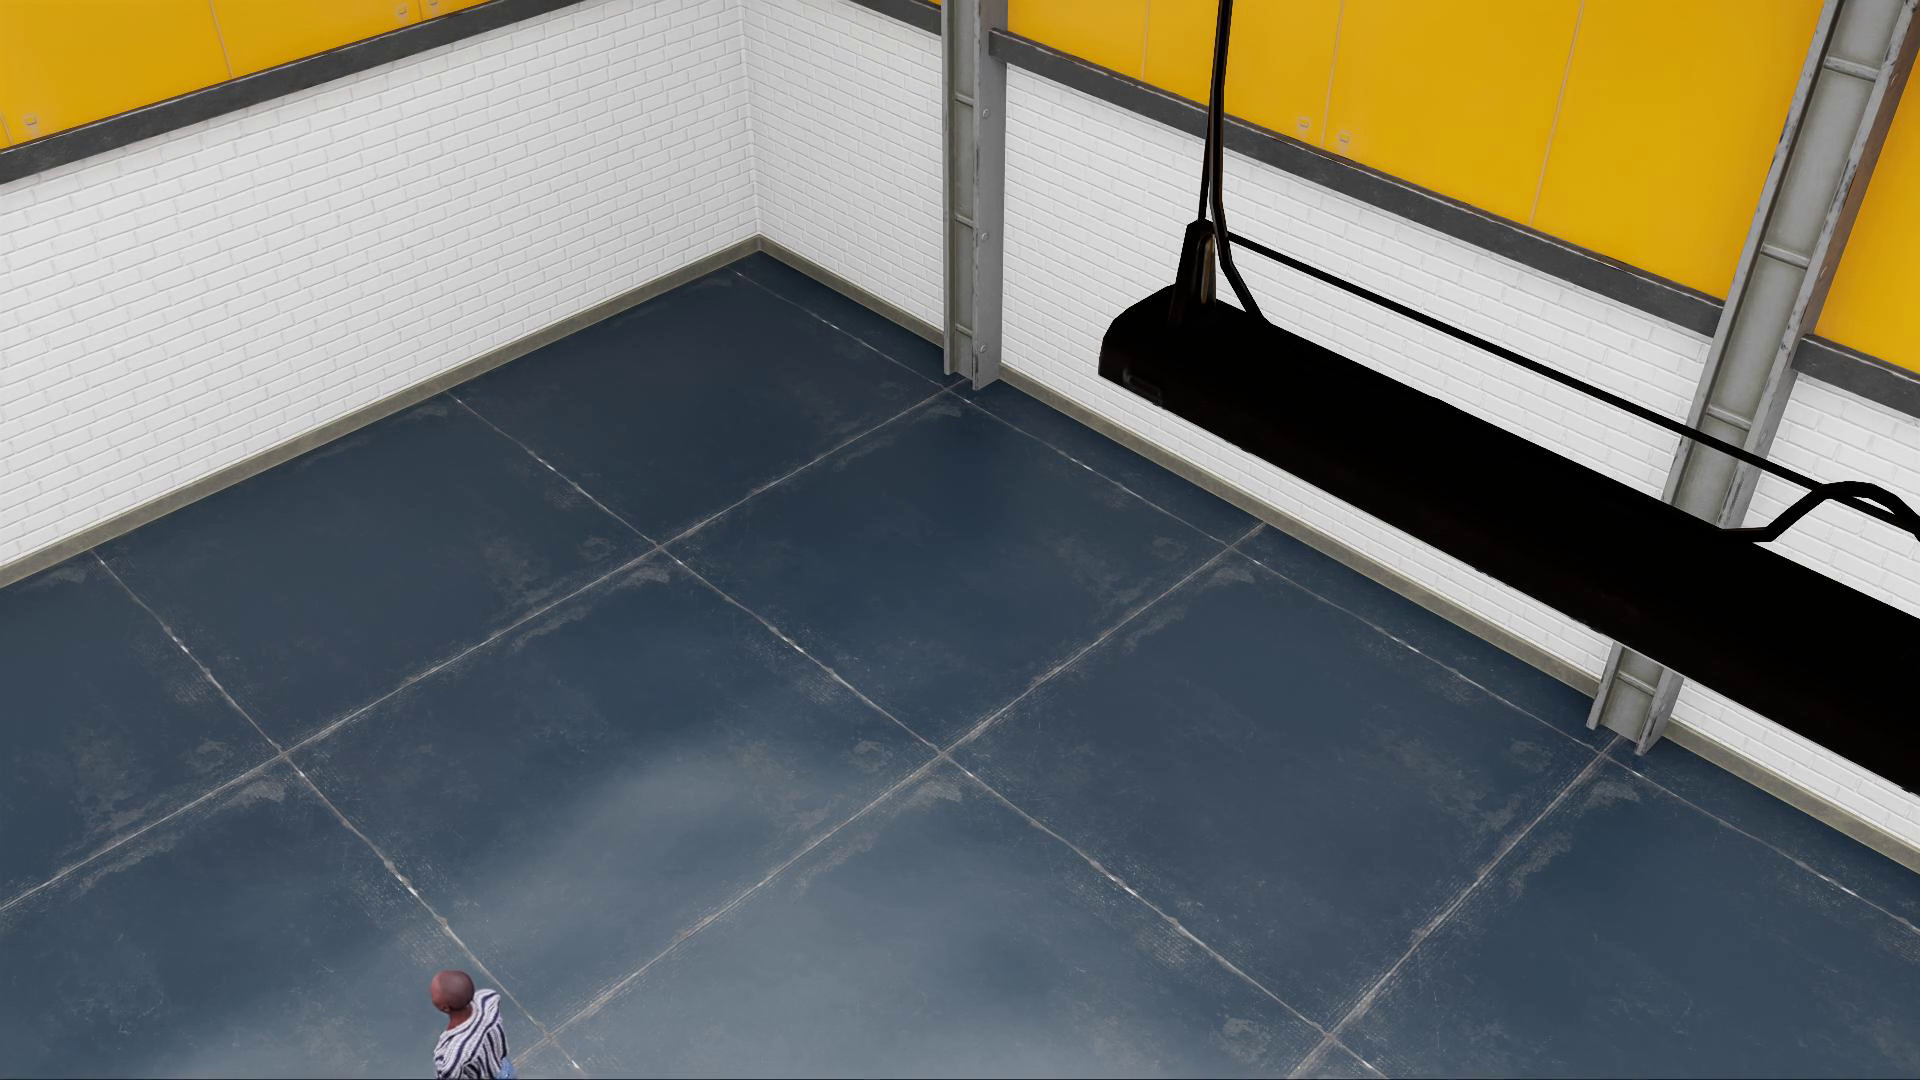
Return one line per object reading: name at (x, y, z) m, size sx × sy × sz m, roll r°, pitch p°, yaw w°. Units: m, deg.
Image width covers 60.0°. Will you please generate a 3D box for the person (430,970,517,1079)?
person at (-2.199, 2.585, 7.740) m, size 0.717 × 1.796 × 0.696 m, roll 6°, pitch 39°, yaw 7°
